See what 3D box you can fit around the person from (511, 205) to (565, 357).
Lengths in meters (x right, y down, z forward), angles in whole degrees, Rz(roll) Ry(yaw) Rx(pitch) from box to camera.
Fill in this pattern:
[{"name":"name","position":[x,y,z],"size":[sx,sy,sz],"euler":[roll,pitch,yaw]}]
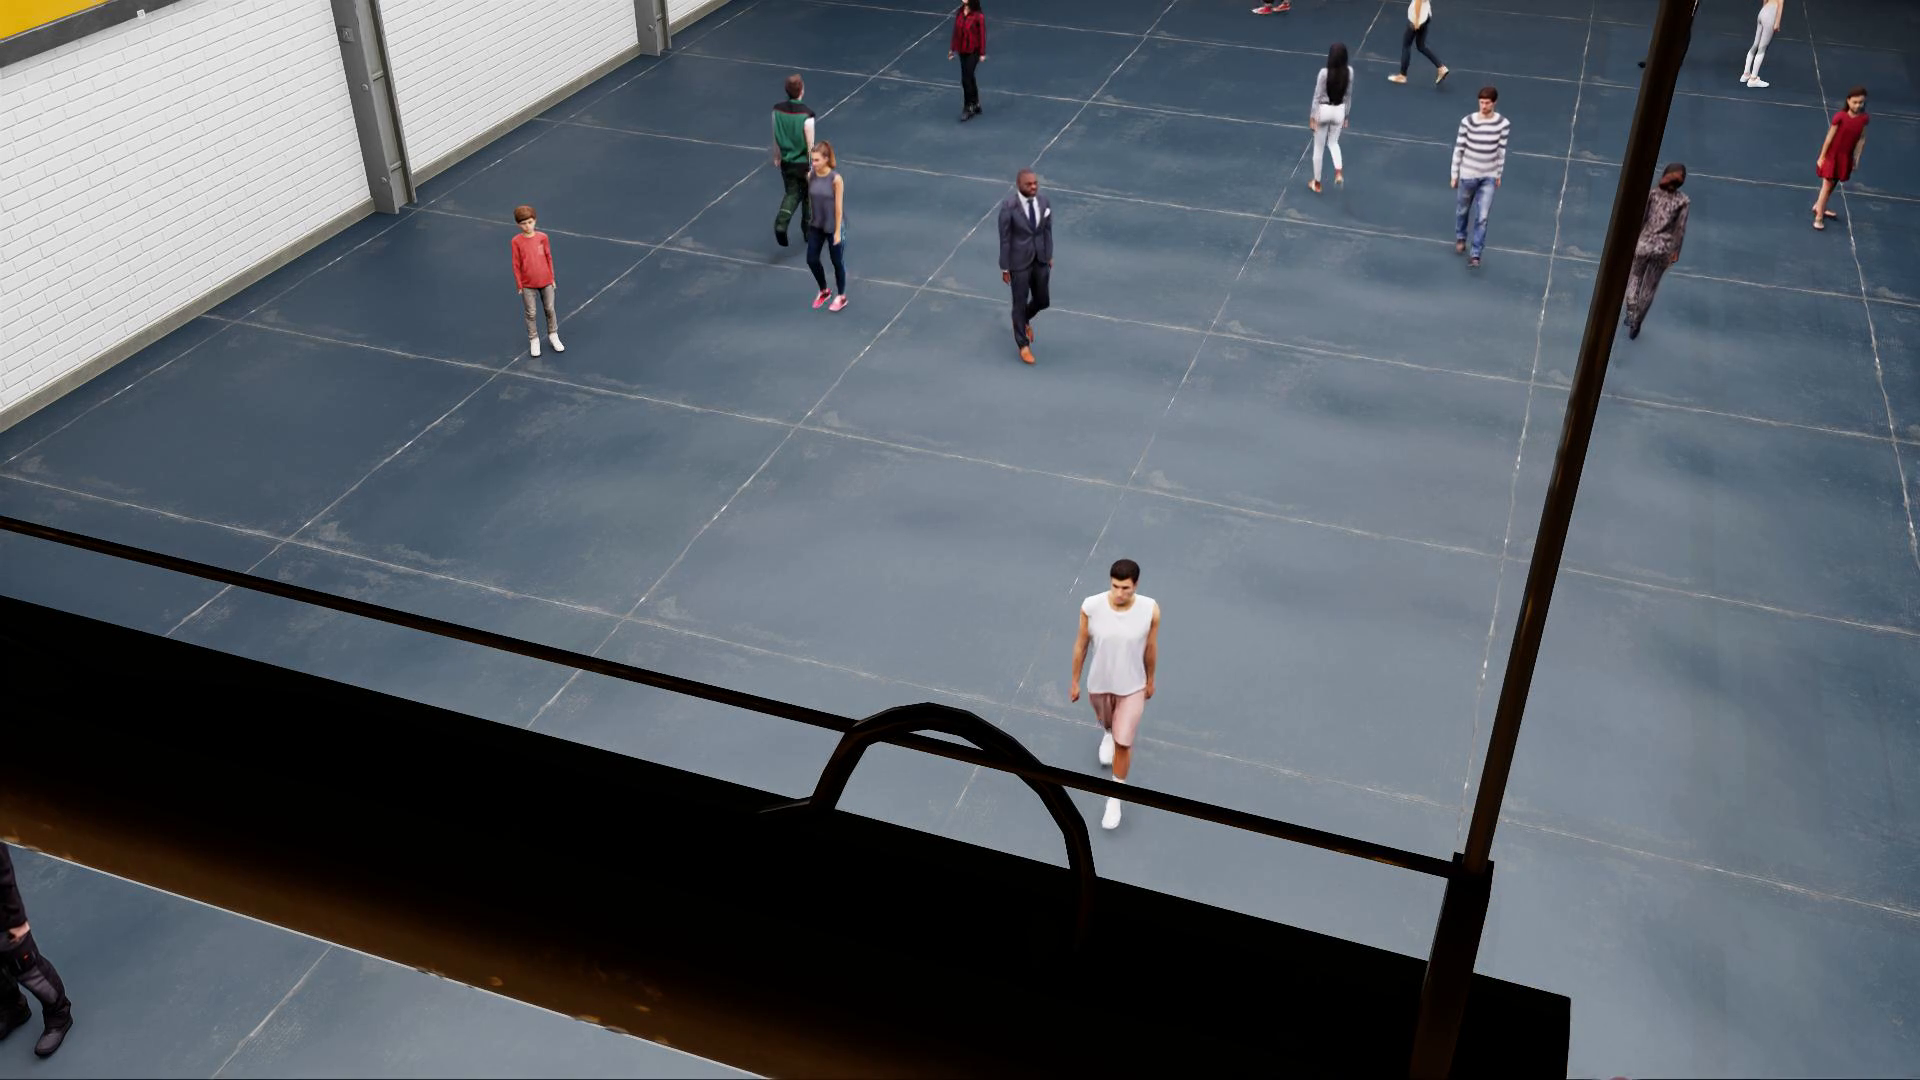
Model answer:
[{"name":"person","position":[-3.911,-2.402,15.319],"size":[0.597,1.417,0.660],"euler":[-15,37,-22]}]

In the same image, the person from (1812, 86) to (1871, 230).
[{"name":"person","position":[9.427,-4.139,17.835],"size":[0.721,1.524,0.876],"euler":[-2,34,-4]}]

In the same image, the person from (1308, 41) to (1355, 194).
[{"name":"person","position":[4.127,-4.631,18.404],"size":[0.820,1.714,0.918],"euler":[-7,34,-10]}]

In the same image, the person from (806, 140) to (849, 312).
[{"name":"person","position":[-1.217,-3.032,16.000],"size":[0.602,1.712,0.652],"euler":[15,37,22]}]

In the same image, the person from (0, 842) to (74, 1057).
[{"name":"person","position":[-4.987,1.889,8.482],"size":[0.750,1.839,0.603],"euler":[7,34,11]}]

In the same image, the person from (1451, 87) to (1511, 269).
[{"name":"person","position":[5.282,-3.751,16.996],"size":[0.682,1.807,1.116],"euler":[9,35,14]}]

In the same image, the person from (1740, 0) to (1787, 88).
[{"name":"person","position":[10.539,-6.796,21.668],"size":[0.688,1.706,0.549],"euler":[-1,34,-1]}]

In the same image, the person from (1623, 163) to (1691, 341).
[{"name":"person","position":[6.427,-2.655,15.440],"size":[0.622,1.704,0.641],"euler":[14,36,21]}]

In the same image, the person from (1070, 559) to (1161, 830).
[{"name":"person","position":[0.971,0.808,10.191],"size":[0.756,1.748,1.166],"euler":[7,34,11]}]

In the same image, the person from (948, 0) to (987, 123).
[{"name":"person","position":[0.169,-6.059,20.618],"size":[0.806,1.641,0.730],"euler":[-29,43,-36]}]

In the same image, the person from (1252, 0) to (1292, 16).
[{"name":"person","position":[4.777,-8.614,24.372],"size":[1.071,1.740,1.041],"euler":[-9,35,-14]}]

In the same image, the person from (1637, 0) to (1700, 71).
[{"name":"person","position":[9.659,-7.124,22.033],"size":[1.275,1.849,1.118],"euler":[-19,38,-26]}]

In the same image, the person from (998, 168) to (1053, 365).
[{"name":"person","position":[0.570,-2.552,15.187],"size":[0.922,1.813,0.980],"euler":[-17,37,-24]}]

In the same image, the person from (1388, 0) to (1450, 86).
[{"name":"person","position":[6.041,-6.740,21.533],"size":[0.834,1.762,1.010],"euler":[22,40,30]}]

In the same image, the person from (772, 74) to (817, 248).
[{"name":"person","position":[-1.708,-3.880,17.173],"size":[0.698,1.826,0.988],"euler":[15,36,21]}]
